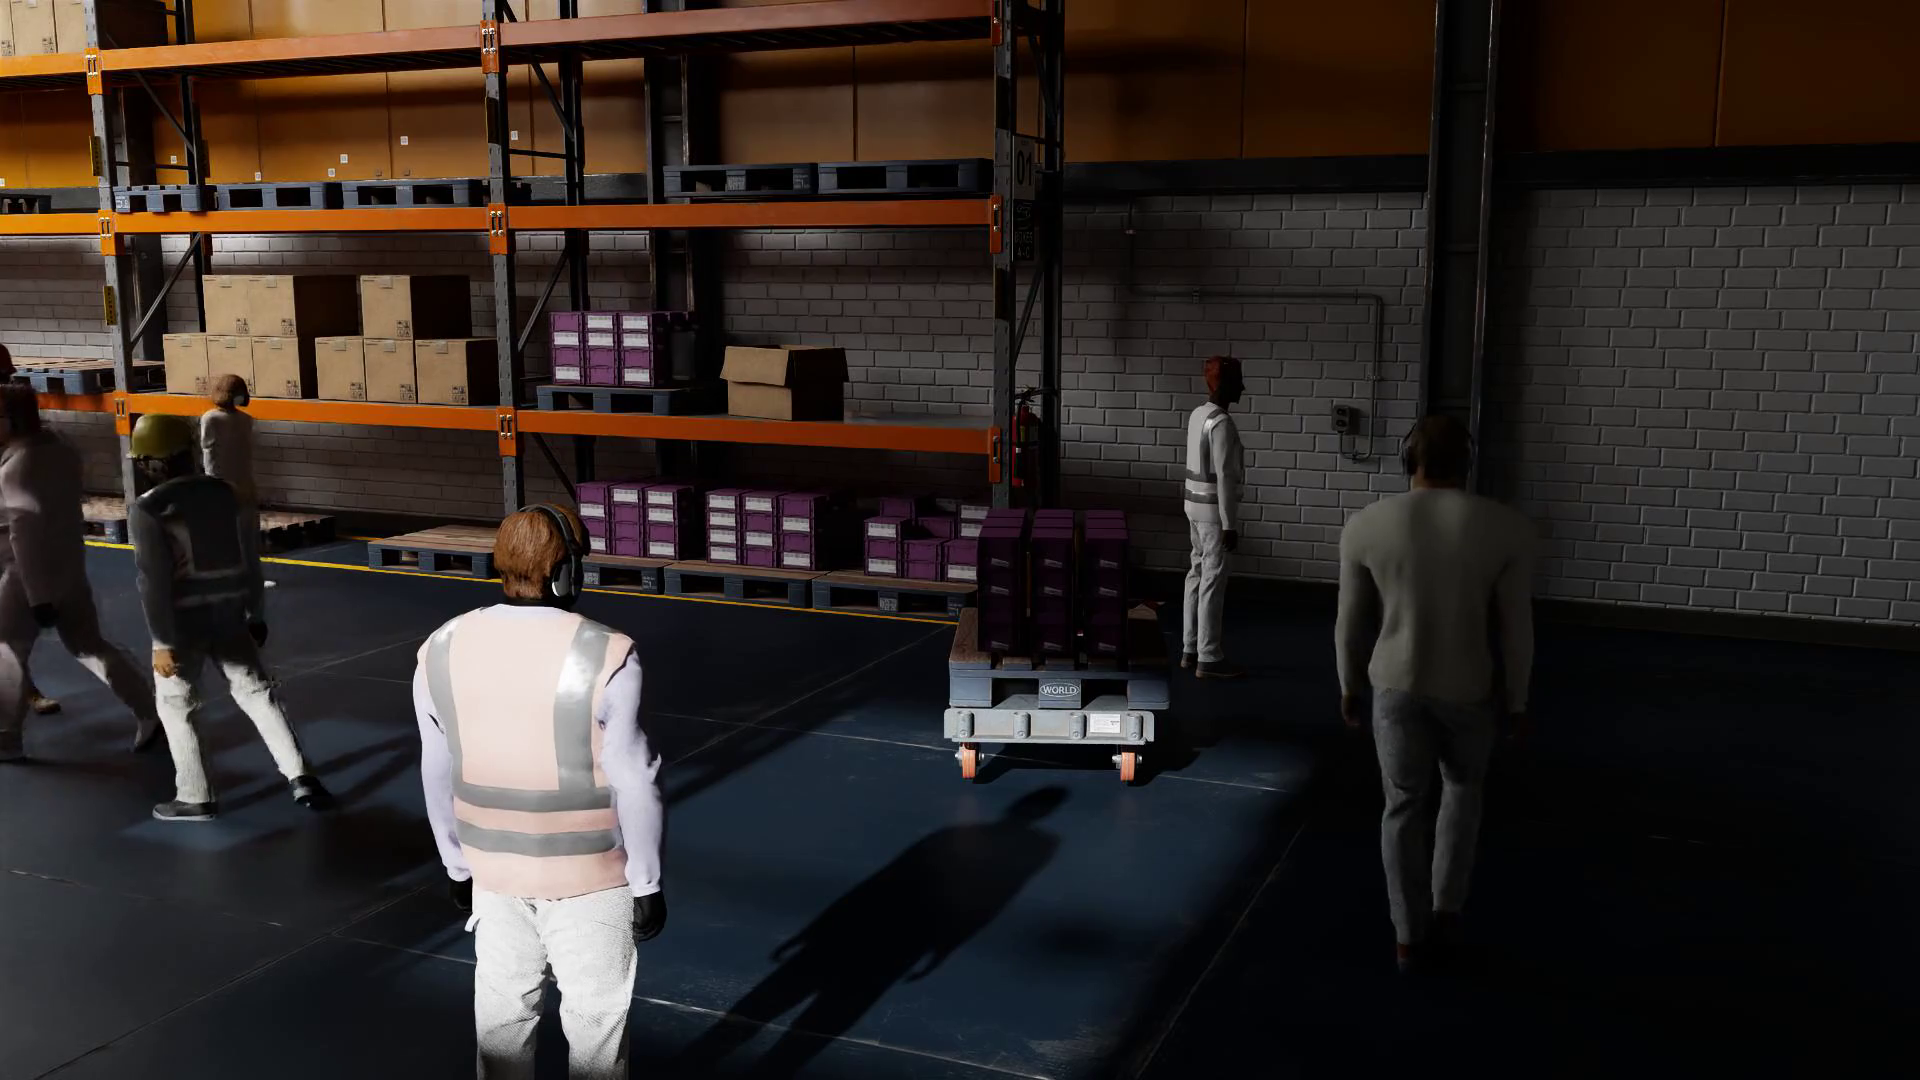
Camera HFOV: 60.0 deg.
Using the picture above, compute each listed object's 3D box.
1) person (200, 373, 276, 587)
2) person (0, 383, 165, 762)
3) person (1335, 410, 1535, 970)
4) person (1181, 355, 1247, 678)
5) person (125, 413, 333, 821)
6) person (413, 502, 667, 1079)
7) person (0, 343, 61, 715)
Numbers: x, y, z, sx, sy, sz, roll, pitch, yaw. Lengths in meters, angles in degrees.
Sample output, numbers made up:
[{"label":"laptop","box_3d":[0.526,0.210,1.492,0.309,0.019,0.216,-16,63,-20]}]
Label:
[{"label":"person","box_3d":[-5.492,-0.445,12.425,0.683,1.610,0.502,4,10,24]},{"label":"person","box_3d":[-4.367,0.165,8.026,0.945,1.866,0.642,0,9,-2]},{"label":"person","box_3d":[1.630,0.509,5.770,0.660,1.921,0.544,3,10,17]},{"label":"person","box_3d":[1.493,-0.138,9.767,0.337,1.882,0.585,-2,10,-10]},{"label":"person","box_3d":[-3.186,0.350,7.141,0.721,1.800,0.616,5,11,26]},{"label":"person","box_3d":[-1.011,0.819,4.161,0.633,1.842,0.429,3,10,16]},{"label":"person","box_3d":[-5.035,-0.043,8.725,0.397,2.043,0.610,4,10,24]}]
